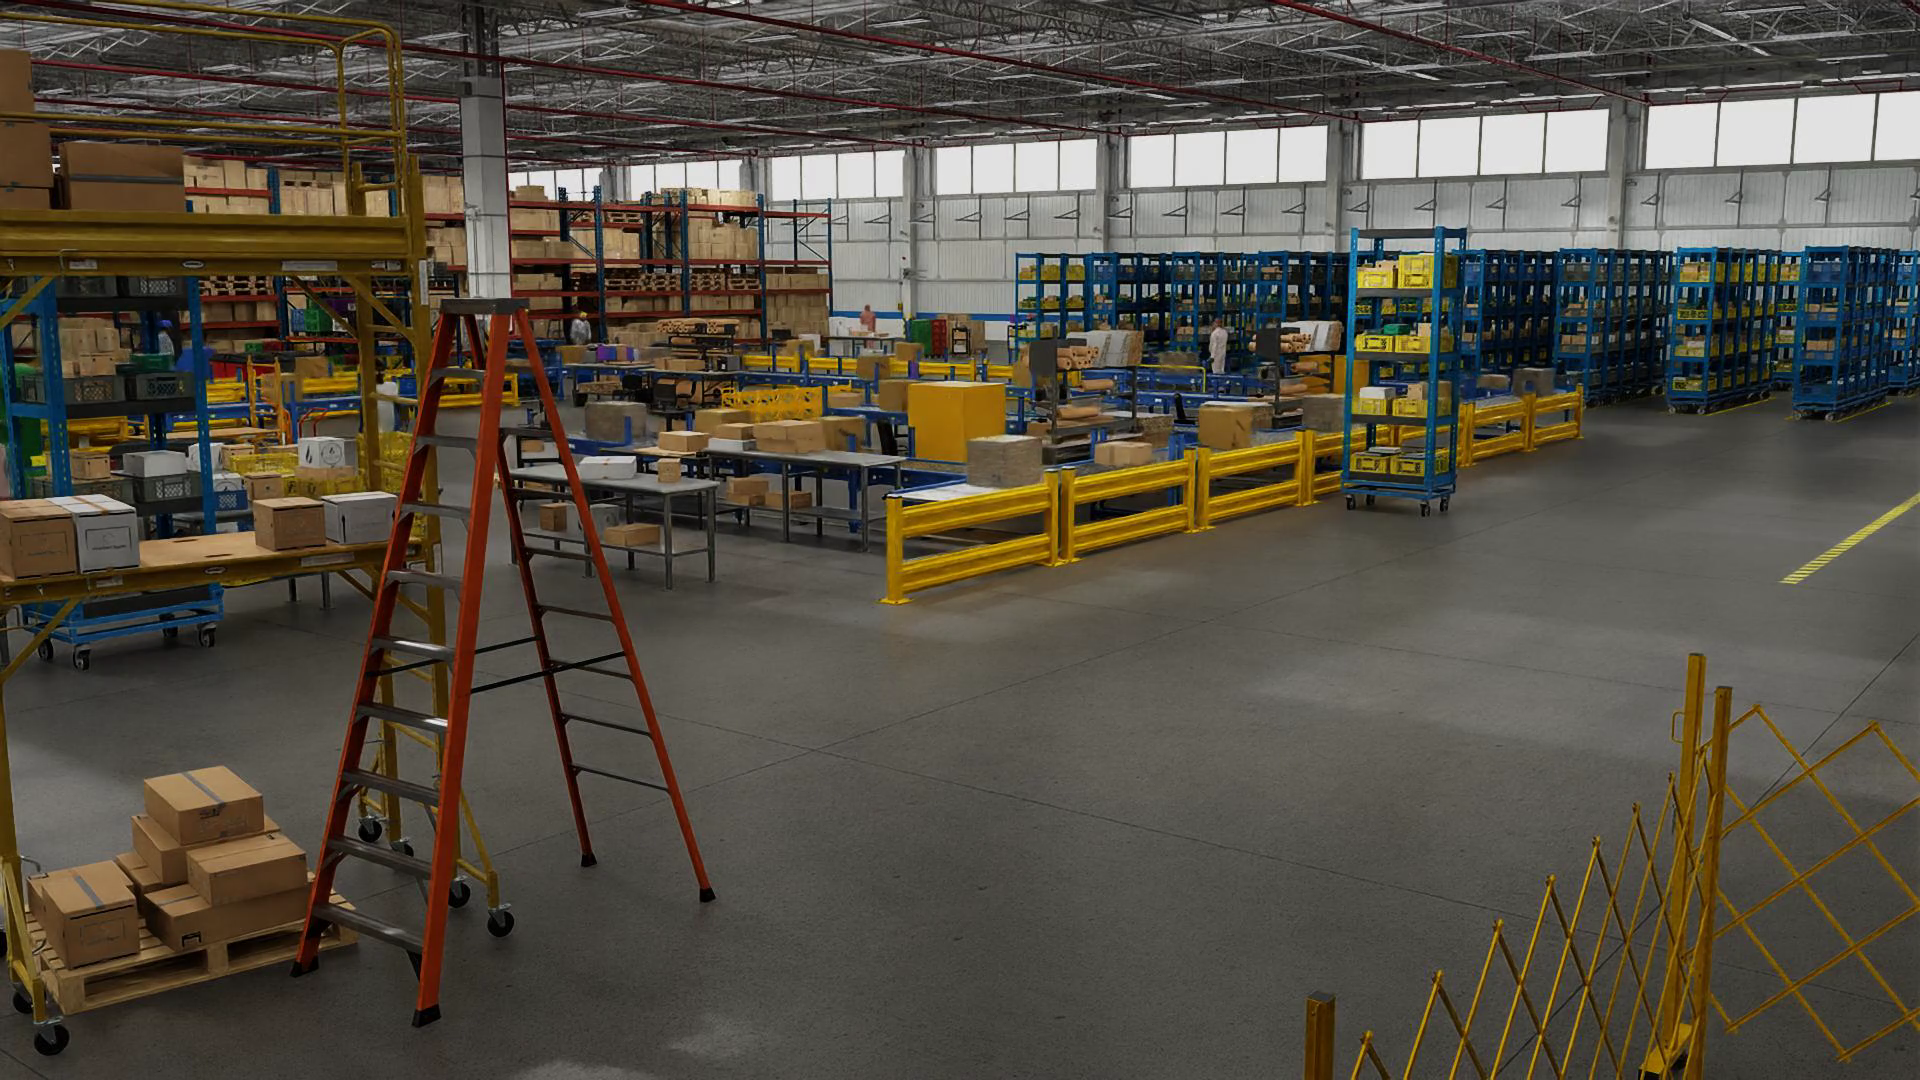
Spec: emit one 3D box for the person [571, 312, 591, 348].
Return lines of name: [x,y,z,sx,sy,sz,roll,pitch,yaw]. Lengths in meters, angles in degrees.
person: [-12.751,-6.808,56.030,0.600,1.749,0.984,-6,11,-34]

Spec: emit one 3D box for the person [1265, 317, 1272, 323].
person: [9.263,-5.846,49.920,0.968,1.784,0.567,3,10,19]

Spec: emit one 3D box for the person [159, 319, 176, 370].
person: [-19.519,-4.436,40.727,0.878,1.925,0.628,-3,10,-21]

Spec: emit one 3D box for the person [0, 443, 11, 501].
person: [-9.310,-0.405,16.107,0.824,1.736,0.522,-1,9,-7]

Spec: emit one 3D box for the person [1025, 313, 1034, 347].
person: [2.325,-6.814,56.195,0.883,1.700,0.590,0,9,1]

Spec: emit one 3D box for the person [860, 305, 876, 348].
person: [-3.520,-8.059,63.515,0.622,1.863,0.983,-1,9,-6]

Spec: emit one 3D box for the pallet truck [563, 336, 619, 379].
pallet truck: [-10.690,-5.294,48.215,1.601,1.201,0.680,-5,10,-26]

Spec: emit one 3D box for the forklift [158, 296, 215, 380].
forklift: [-20.600,-5.353,43.439,1.873,2.768,1.129,-8,12,-40]

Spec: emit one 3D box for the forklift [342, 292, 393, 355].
forklift: [-16.485,-5.622,45.120,1.129,2.768,1.873,7,11,37]

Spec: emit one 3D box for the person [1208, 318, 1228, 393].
person: [6.519,-4.670,42.211,0.403,1.906,0.651,7,11,37]

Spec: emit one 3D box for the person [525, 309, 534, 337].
person: [-15.407,-7.327,59.234,0.324,1.765,0.533,7,11,37]

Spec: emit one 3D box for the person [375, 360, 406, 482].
person: [-8.123,-1.621,23.400,0.525,1.841,0.884,-6,11,-33]

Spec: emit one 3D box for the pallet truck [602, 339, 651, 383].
pallet truck: [-8.991,-4.871,45.351,0.653,1.274,1.630,7,11,37]
